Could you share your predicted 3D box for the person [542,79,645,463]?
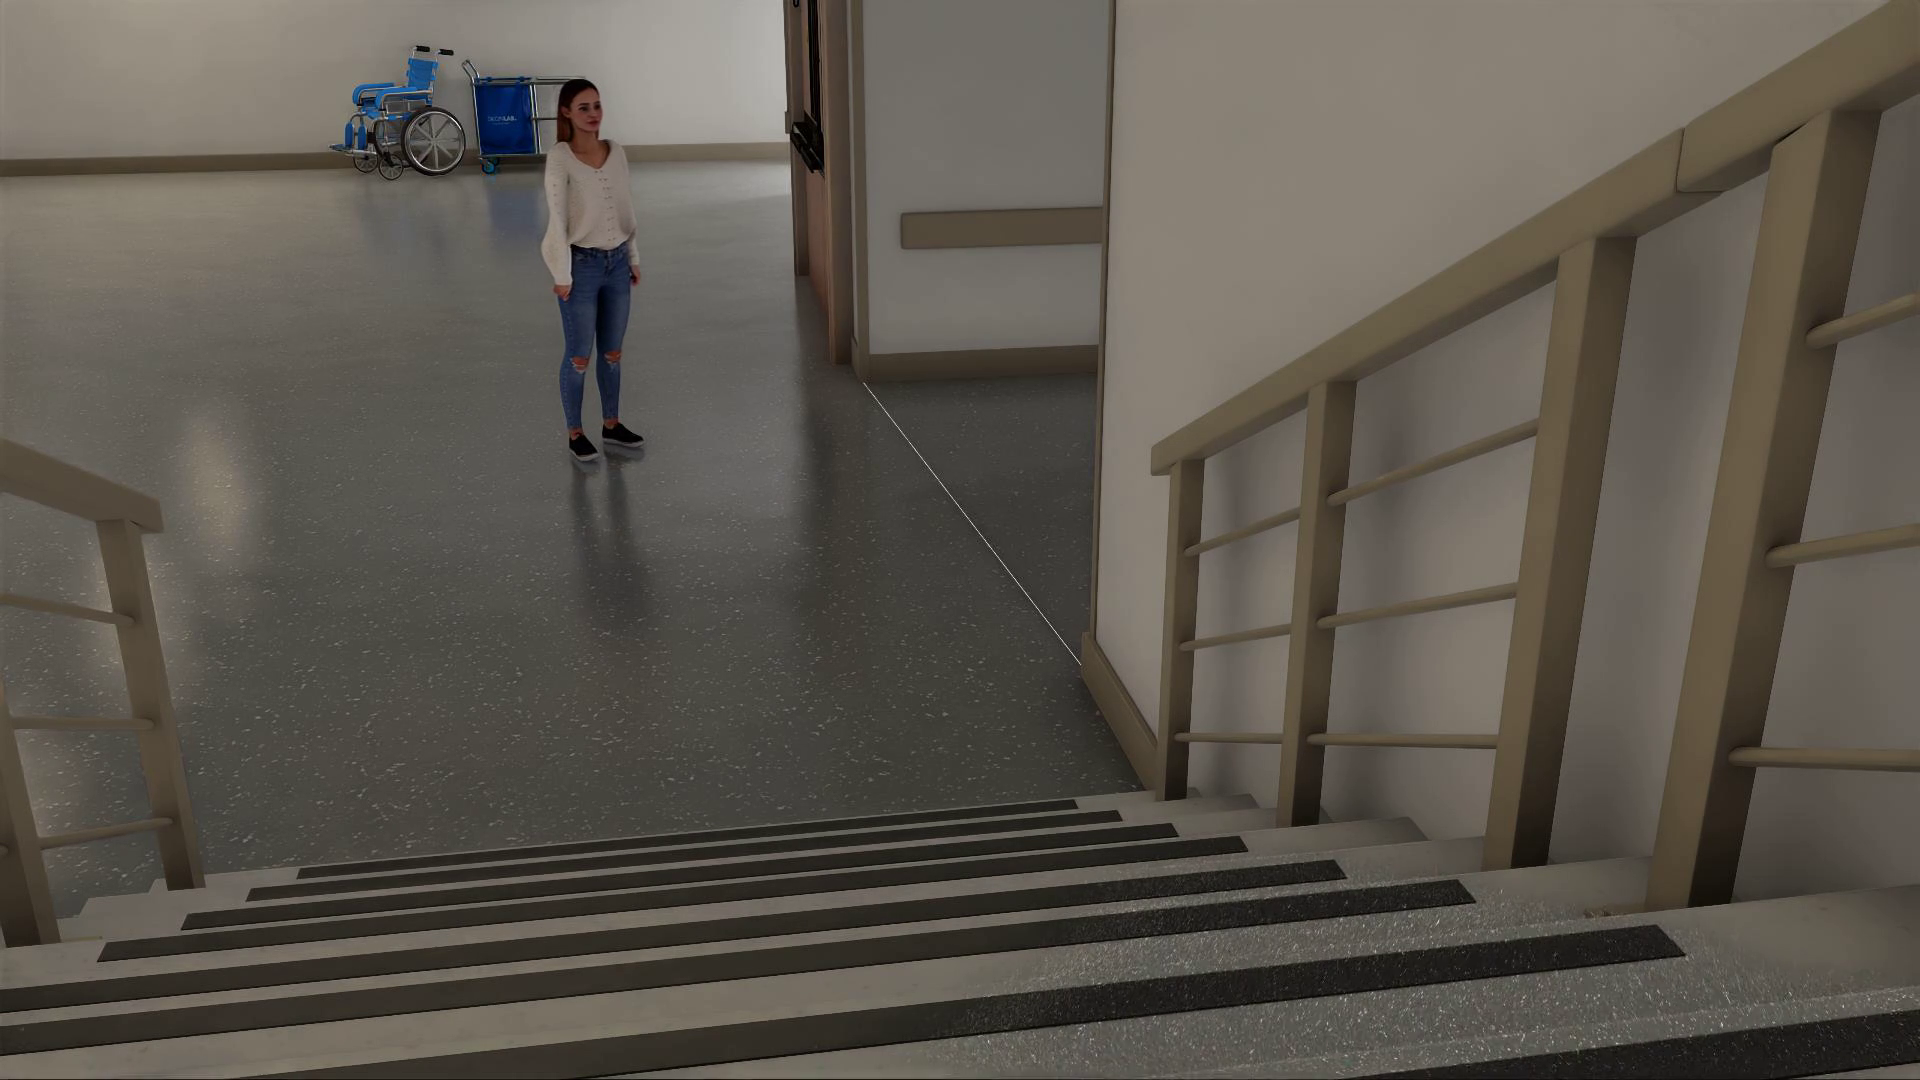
[{"bbox_3d":[-1.663,-1.216,7.532,0.744,1.691,0.711,18,27,39],"label":"person"}]
